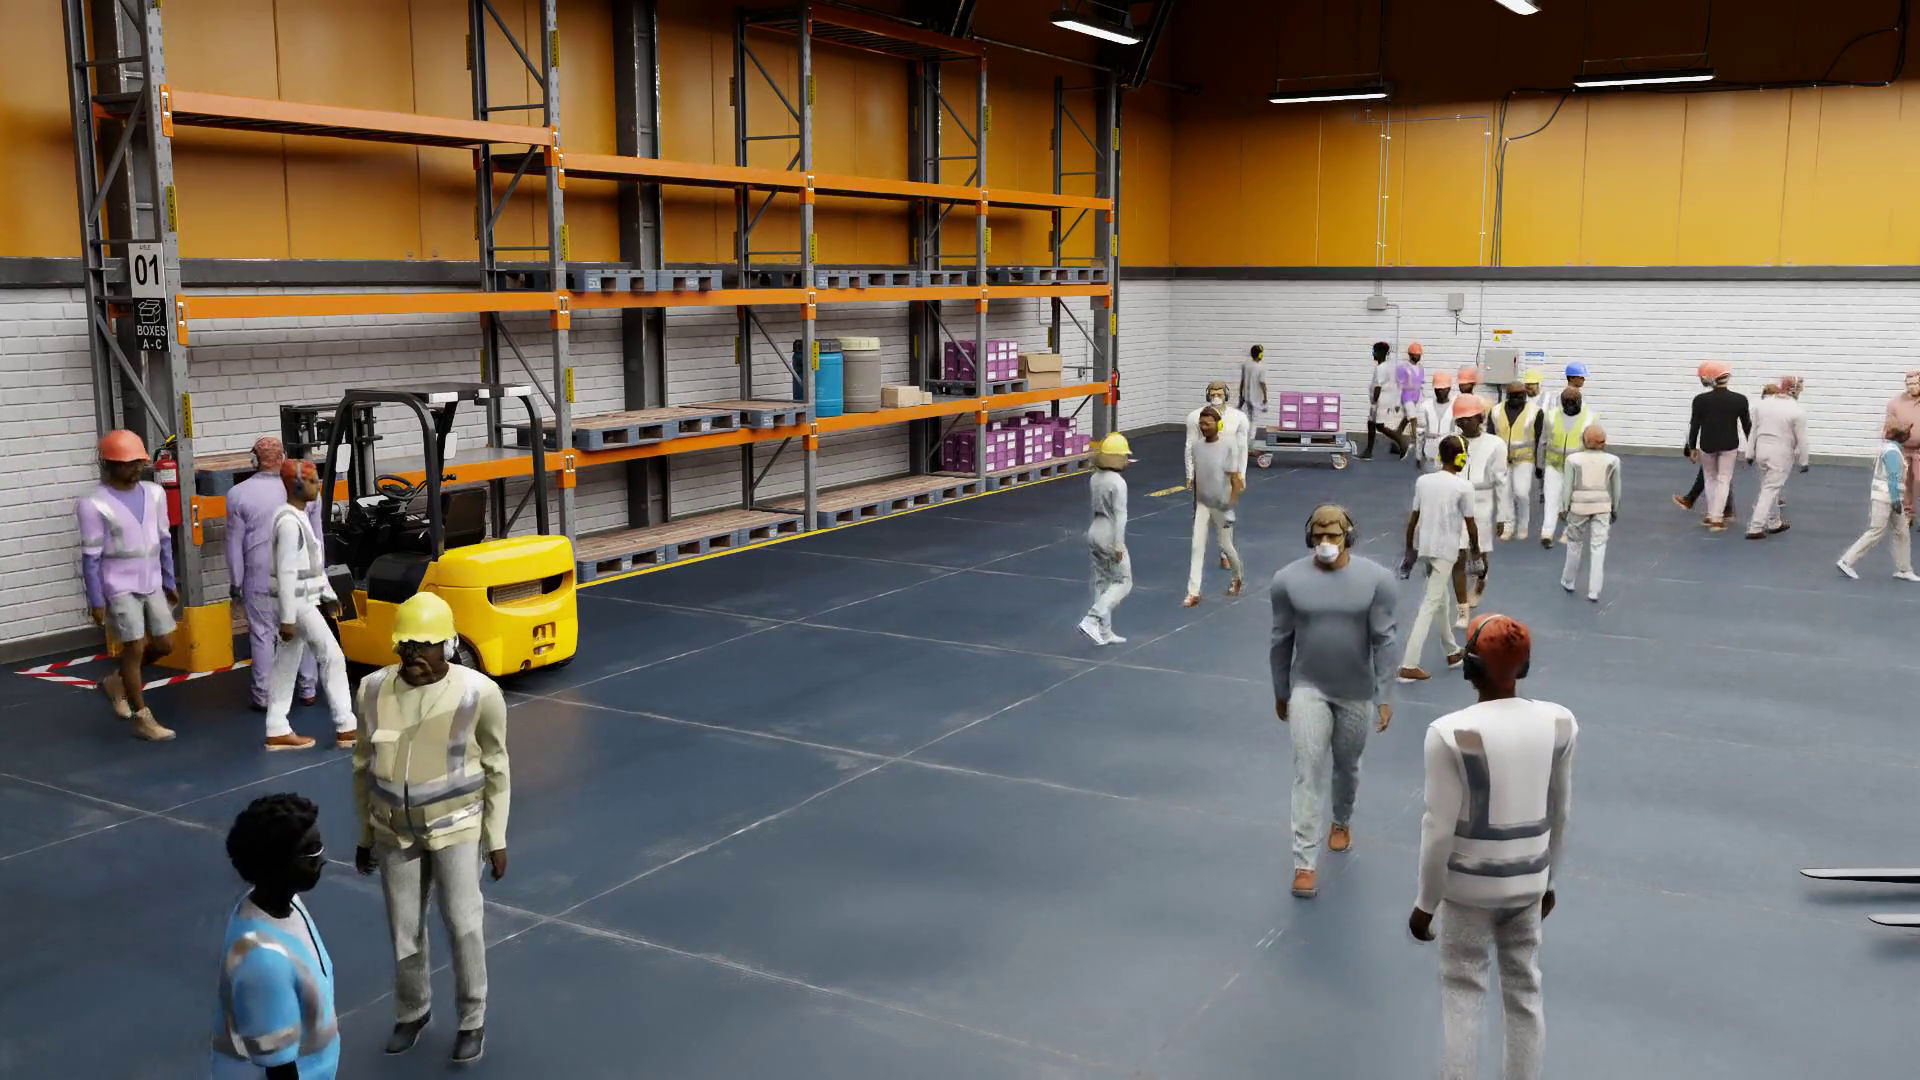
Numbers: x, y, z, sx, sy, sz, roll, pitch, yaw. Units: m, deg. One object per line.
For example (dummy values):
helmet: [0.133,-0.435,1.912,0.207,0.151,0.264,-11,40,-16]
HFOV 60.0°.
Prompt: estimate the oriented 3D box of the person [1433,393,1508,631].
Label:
person: [4.354,-0.264,14.234,0.618,2.012,0.738,3,10,18]

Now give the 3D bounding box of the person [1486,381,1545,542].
person: [6.203,-0.879,18.660,0.649,1.818,0.444,6,11,35]

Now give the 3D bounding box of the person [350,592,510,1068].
person: [-2.018,1.101,6.337,0.608,1.837,0.405,1,9,4]

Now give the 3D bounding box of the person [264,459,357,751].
person: [-4.043,0.408,10.503,0.834,1.849,0.579,-4,10,-25]

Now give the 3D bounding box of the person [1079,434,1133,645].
person: [1.173,0.014,13.354,0.442,1.728,0.496,-5,10,-27]

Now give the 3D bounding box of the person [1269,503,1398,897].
person: [1.858,0.741,8.330,0.630,1.899,0.985,2,9,14]

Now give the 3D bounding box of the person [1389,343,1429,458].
person: [7.478,-2.300,27.355,0.553,1.870,1.030,-7,12,-39]

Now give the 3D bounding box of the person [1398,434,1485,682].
person: [3.629,0.130,12.353,0.964,1.815,0.513,-5,10,-29]

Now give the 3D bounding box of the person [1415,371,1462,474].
person: [5.598,-1.021,19.303,0.574,1.906,0.839,5,11,30]

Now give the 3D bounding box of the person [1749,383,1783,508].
person: [10.333,-1.201,21.291,0.706,1.597,0.542,-3,10,-21]

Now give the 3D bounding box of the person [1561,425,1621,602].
person: [5.857,-0.265,15.486,0.538,1.600,0.806,2,9,12]

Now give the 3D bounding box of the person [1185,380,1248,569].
person: [2.604,-0.662,16.926,0.637,1.938,0.355,1,9,5]

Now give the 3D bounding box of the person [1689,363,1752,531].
person: [8.943,-1.091,19.517,0.725,1.962,0.597,5,10,27]

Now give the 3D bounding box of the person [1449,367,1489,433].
person: [6.140,-1.146,20.064,0.862,1.909,0.544,-7,11,-36]

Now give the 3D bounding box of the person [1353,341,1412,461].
person: [6.797,-2.216,26.635,0.858,1.943,0.609,3,10,17]

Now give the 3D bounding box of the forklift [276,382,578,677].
forklift: [-3.974,-0.067,12.417,2.313,2.155,1.214,5,11,30]

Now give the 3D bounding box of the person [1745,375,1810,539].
person: [9.341,-0.931,18.850,0.918,1.860,0.667,-4,10,-25]

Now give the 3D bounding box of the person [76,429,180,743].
person: [-5.364,0.291,10.705,0.634,2.030,0.633,4,10,24]

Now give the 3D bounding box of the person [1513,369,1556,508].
person: [7.437,-1.319,21.514,0.612,1.791,0.916,6,11,32]

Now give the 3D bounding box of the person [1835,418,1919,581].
person: [9.068,-0.394,16.302,0.735,1.621,0.526,7,11,36]

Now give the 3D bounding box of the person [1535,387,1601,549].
person: [6.622,-0.783,18.200,0.676,1.768,0.992,5,10,28]

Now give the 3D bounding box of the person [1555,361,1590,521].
person: [7.429,-1.199,20.248,0.388,1.947,0.615,7,11,36]

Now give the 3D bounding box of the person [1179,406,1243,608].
person: [2.356,-0.326,15.233,0.530,1.827,0.981,6,11,35]

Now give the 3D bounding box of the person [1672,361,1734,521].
person: [9.176,-1.227,20.460,0.629,1.928,1.045,-4,10,-26]

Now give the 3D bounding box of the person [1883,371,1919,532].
person: [11.165,-1.038,19.489,0.652,1.872,0.742,7,11,37]

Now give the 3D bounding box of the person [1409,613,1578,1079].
person: [1.797,1.176,5.630,0.580,1.883,0.345,-3,10,-17]

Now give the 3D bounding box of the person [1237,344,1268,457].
person: [4.830,-2.282,27.284,0.401,1.854,0.562,-7,12,-38]

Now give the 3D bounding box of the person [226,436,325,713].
person: [-4.722,0.231,11.483,0.637,1.900,0.403,-8,12,-39]

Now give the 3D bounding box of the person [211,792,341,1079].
person: [-1.694,1.474,4.375,0.593,1.676,0.559,-3,9,-16]
